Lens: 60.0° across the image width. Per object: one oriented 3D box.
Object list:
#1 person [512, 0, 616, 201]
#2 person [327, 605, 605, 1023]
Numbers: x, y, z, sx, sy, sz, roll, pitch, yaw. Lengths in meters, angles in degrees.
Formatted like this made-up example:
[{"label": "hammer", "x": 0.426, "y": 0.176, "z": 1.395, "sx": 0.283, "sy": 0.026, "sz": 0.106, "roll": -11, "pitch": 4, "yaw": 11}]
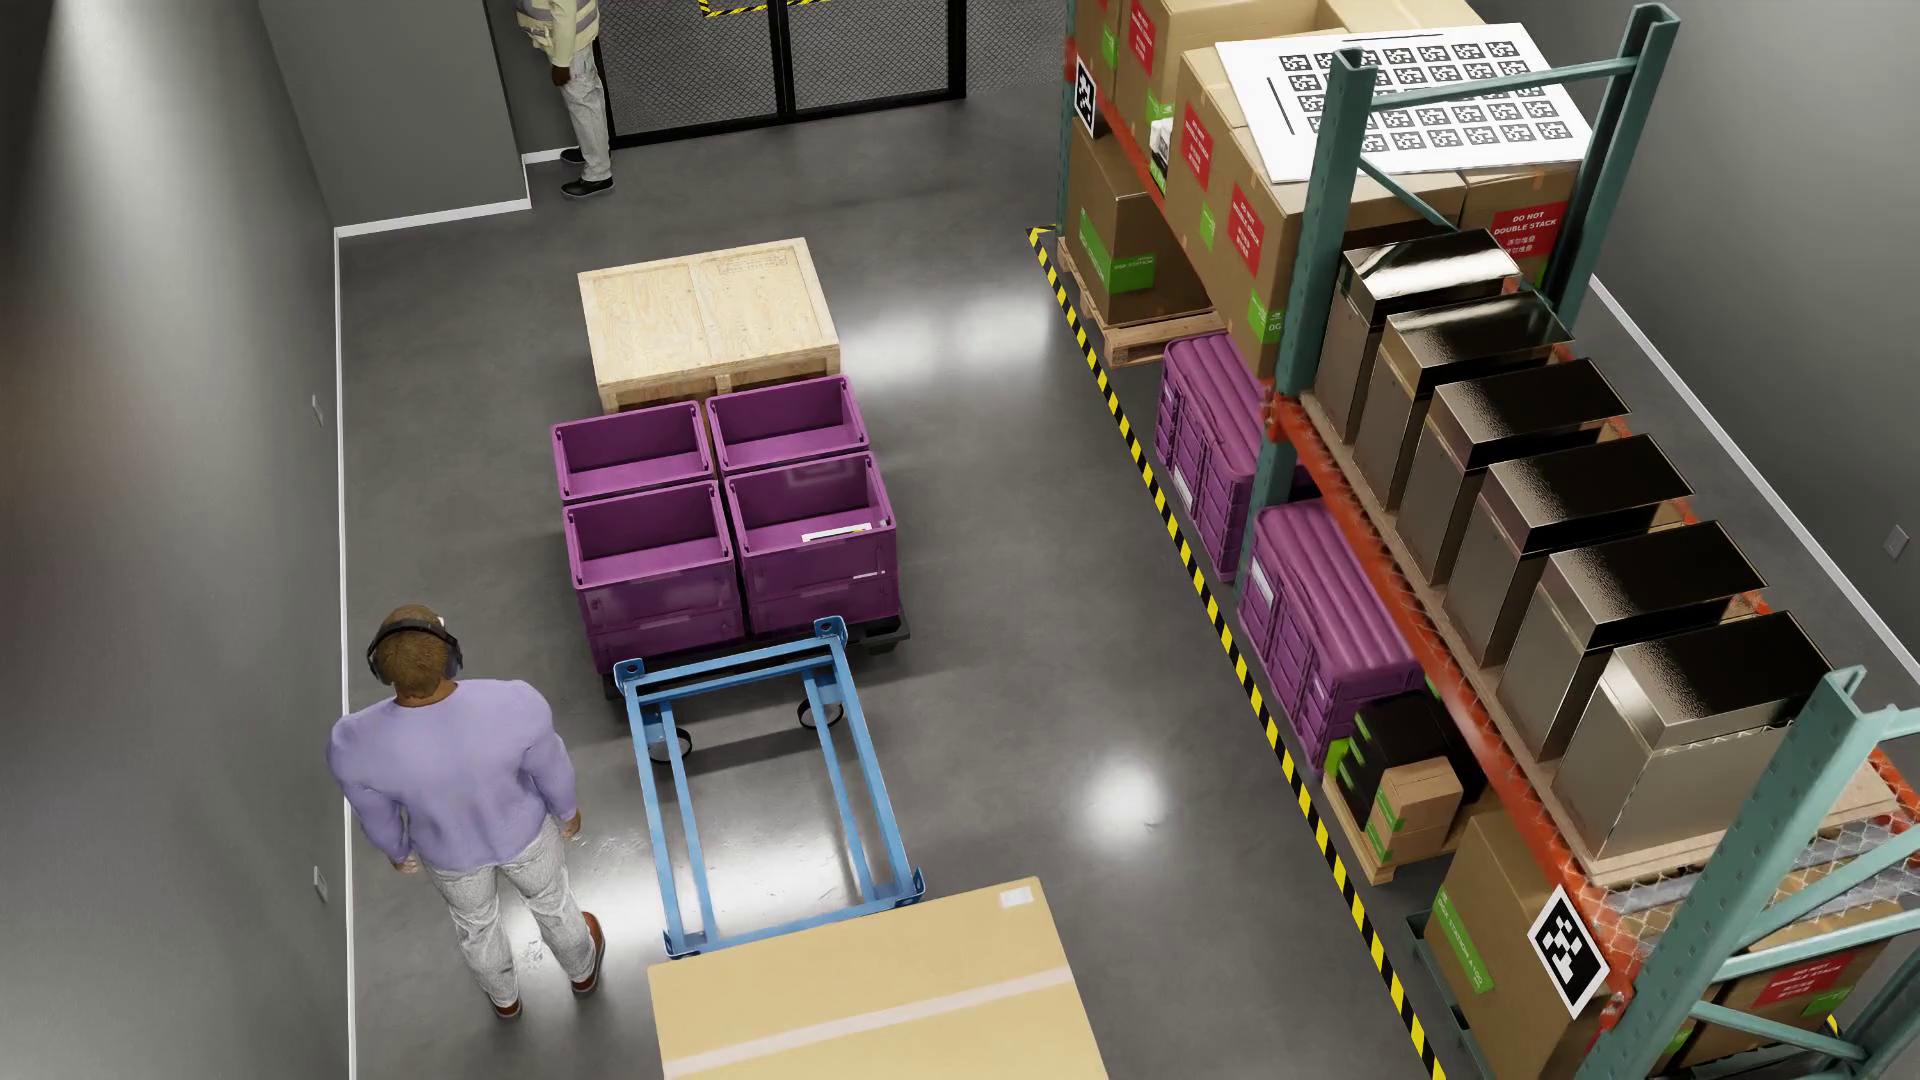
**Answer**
[{"label": "person", "x": -1.996, "y": -2.560, "z": 8.307, "sx": 0.403, "sy": 1.835, "sz": 0.588, "roll": -5, "pitch": 48, "yaw": -5}, {"label": "person", "x": -1.465, "y": 0.875, "z": 5.083, "sx": 0.628, "sy": 1.940, "sz": 0.373, "roll": -13, "pitch": 49, "yaw": -12}]
